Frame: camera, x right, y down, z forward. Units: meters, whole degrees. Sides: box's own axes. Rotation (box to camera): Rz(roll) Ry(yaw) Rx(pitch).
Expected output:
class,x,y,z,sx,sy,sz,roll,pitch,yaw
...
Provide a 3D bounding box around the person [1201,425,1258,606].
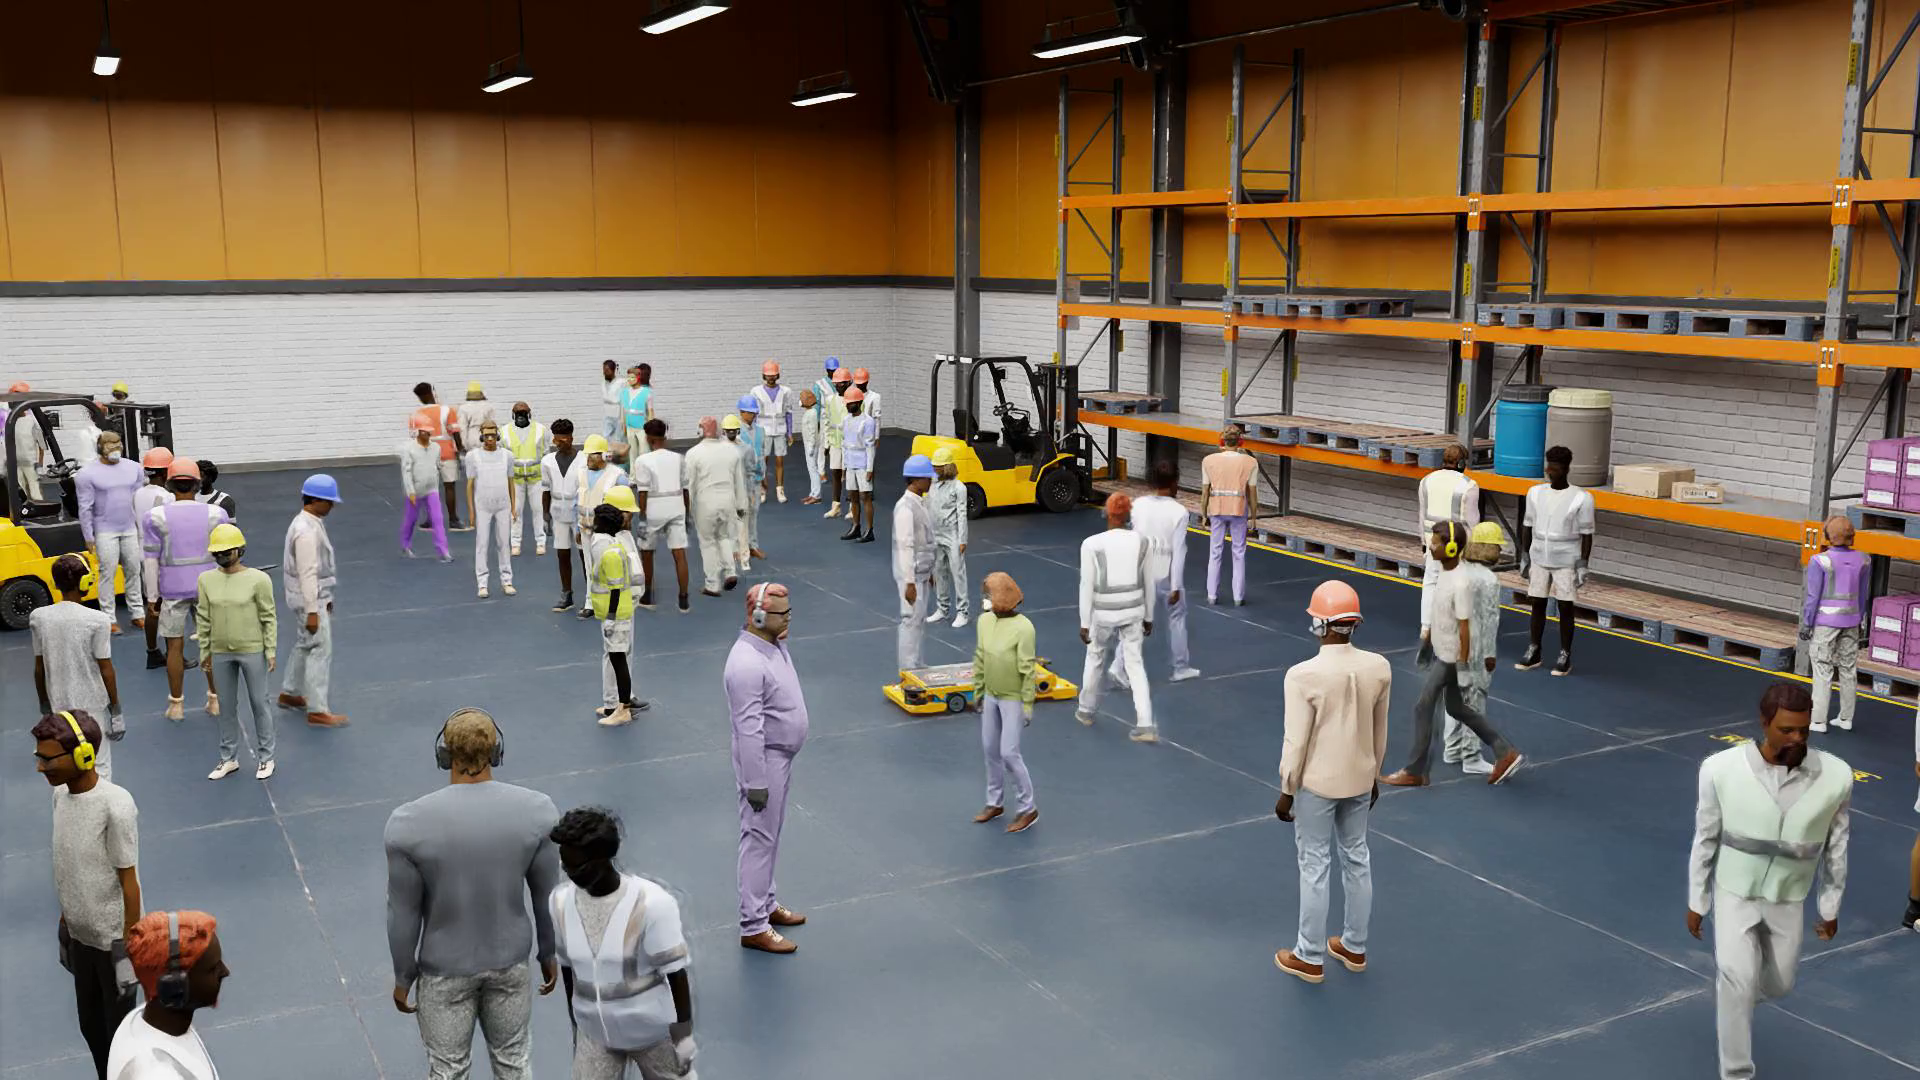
class,x,y,z,sx,sy,sz,roll,pitch,yaw
person,2.717,-0.237,16.818,0.561,1.837,0.388,2,10,14

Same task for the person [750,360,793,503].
class,x,y,z,sx,sy,sz,roll,pitch,yaw
person,-2.674,-1.536,23.699,0.614,2.041,0.389,-3,10,-17

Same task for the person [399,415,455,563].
class,x,y,z,sx,sy,sz,roll,pitch,yaw
person,-6.249,-0.599,19.290,0.905,1.715,0.556,9,13,41

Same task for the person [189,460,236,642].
class,x,y,z,sx,sy,sz,roll,pitch,yaw
person,-6.875,0.104,15.255,0.533,1.697,0.318,3,10,16

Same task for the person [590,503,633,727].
class,x,y,z,sx,sy,sz,roll,pitch,yaw
person,-2.643,0.561,12.623,0.317,1.696,0.538,-2,10,-13

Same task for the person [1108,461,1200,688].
class,x,y,z,sx,sy,sz,roll,pitch,yaw
person,1.603,0.286,13.718,0.595,1.884,0.947,9,13,43

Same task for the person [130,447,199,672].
class,x,y,z,sx,sy,sz,roll,pitch,yaw
person,-6.808,0.167,14.242,0.540,1.930,0.384,6,12,31

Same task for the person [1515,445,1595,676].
class,x,y,z,sx,sy,sz,roll,pitch,yaw
person,5.041,0.167,14.114,0.612,1.963,0.361,10,14,44

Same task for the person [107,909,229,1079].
class,x,y,z,sx,sy,sz,roll,pitch,yaw
person,-2.089,1.892,4.451,0.346,1.878,0.586,-5,11,-25

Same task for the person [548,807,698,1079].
class,x,y,z,sx,sy,sz,roll,pitch,yaw
person,-1.161,1.723,6.045,0.601,1.657,0.793,3,10,18

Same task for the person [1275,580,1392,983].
class,x,y,z,sx,sy,sz,roll,pitch,yaw
person,1.825,1.182,8.188,0.609,1.995,0.376,-5,11,-25

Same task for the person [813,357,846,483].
class,x,y,z,sx,sy,sz,roll,pitch,yaw
person,-1.995,-1.872,25.907,0.605,1.948,0.404,-6,12,-32

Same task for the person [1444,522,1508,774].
class,x,y,z,sx,sy,sz,roll,pitch,yaw
person,3.581,0.733,11.509,0.316,1.741,0.488,-2,10,-11

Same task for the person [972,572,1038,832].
class,x,y,z,sx,sy,sz,roll,pitch,yaw
person,0.278,0.997,10.337,0.291,1.622,0.517,-8,13,-39

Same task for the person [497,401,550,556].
class,x,y,z,sx,sy,sz,roll,pitch,yaw
person,-5.138,-0.723,19.642,0.618,1.836,0.431,-2,10,-14

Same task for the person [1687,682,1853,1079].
class,x,y,z,sx,sy,sz,roll,pitch,yaw
person,3.339,1.453,6.965,0.607,1.887,0.834,1,10,8

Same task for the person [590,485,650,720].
class,x,y,z,sx,sy,sz,roll,pitch,yaw
person,-2.620,0.479,12.764,0.403,1.816,0.603,0,10,2

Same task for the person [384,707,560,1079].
class,x,y,z,sx,sy,sz,roll,pitch,yaw
person,-1.786,1.569,6.175,0.636,1.928,0.386,-5,11,-27

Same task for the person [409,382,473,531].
class,x,y,z,sx,sy,sz,roll,pitch,yaw
person,-6.648,-1.063,21.371,0.772,1.935,0.368,0,10,-1

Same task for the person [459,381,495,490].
class,x,y,z,sx,sy,sz,roll,pitch,yaw
person,-6.945,-1.429,23.971,0.496,1.720,0.452,-4,11,-22

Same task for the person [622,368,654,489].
class,x,y,z,sx,sy,sz,roll,pitch,yaw
person,-4.827,-1.659,24.984,0.564,1.843,0.395,6,11,30

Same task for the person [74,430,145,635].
class,x,y,z,sx,sy,sz,roll,pitch,yaw
person,-7.923,-0.071,15.609,0.385,1.929,0.635,7,12,37

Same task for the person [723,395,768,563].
class,x,y,z,sx,sy,sz,roll,pitch,yaw
person,-2.464,-0.713,19.239,0.409,1.943,0.615,8,13,40

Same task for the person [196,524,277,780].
class,x,y,z,sx,sy,sz,roll,pitch,yaw
person,-4.905,0.760,11.276,0.534,1.767,0.319,0,10,1

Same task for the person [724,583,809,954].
class,x,y,z,sx,sy,sz,roll,pitch,yaw
person,-0.984,1.155,8.602,0.407,1.905,0.655,1,10,3

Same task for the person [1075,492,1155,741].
class,x,y,z,sx,sy,sz,roll,pitch,yaw
person,1.164,0.549,12.328,0.595,1.831,0.951,-2,10,-13

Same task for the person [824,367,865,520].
class,x,y,z,sx,sy,sz,roll,pitch,yaw
person,-1.564,-1.285,22.253,0.605,2.044,0.374,5,11,25

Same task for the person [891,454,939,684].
class,x,y,z,sx,sy,sz,roll,pitch,yaw
person,-0.368,0.272,13.572,0.399,1.943,0.642,2,10,10

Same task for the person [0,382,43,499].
class,x,y,z,sx,sy,sz,roll,pitch,yaw
person,-12.314,-1.128,21.831,1.019,1.885,0.548,8,13,40

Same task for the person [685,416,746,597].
class,x,y,z,sx,sy,sz,roll,pitch,yaw
person,-2.583,-0.349,17.318,0.673,1.884,0.403,-9,13,-42

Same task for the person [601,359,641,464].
class,x,y,z,sx,sy,sz,roll,pitch,yaw
person,-5.469,-1.971,26.705,0.609,1.882,0.917,8,13,38

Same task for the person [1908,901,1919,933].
class,x,y,z,sx,sy,sz,roll,pitch,yaw
person,5.261,1.071,8.679,0.365,2.048,0.605,5,11,27

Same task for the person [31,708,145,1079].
class,x,y,z,sx,sy,sz,roll,pitch,yaw
person,-3.345,1.558,6.440,0.524,1.857,0.341,7,12,33

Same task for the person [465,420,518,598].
class,x,y,z,sx,sy,sz,roll,pitch,yaw
person,-4.857,-0.323,17.286,0.506,1.846,0.345,-5,11,-27

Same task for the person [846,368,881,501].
class,x,y,z,sx,sy,sz,roll,pitch,yaw
person,-1.410,-1.511,23.888,0.542,1.928,0.377,2,10,9

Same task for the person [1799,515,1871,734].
class,x,y,z,sx,sy,sz,roll,pitch,yaw
person,6.504,0.633,12.384,0.517,1.636,0.313,-2,10,-12

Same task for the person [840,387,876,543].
class,x,y,z,sx,sy,sz,roll,pitch,yaw
person,-1.283,-0.929,20.540,0.545,1.932,0.386,9,14,43

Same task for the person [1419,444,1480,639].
class,x,y,z,sx,sy,sz,roll,pitch,yaw
person,4.494,0.038,15.257,0.430,1.836,0.626,-7,12,-36

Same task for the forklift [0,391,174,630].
class,x,y,z,sx,sy,sz,roll,pitch,yaw
forklift,-9.026,-0.363,16.508,1.214,2.155,2.313,6,11,29

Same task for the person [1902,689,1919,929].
class,x,y,z,sx,sy,sz,roll,pitch,yaw
person,5.251,1.144,8.629,0.390,1.923,0.548,-7,12,-35

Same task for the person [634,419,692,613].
class,x,y,z,sx,sy,sz,roll,pitch,yaw
person,-3.004,-0.244,16.642,0.640,1.921,0.776,-8,13,-39

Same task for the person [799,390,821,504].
class,x,y,z,sx,sy,sz,roll,pitch,yaw
person,-2.141,-1.327,23.707,0.288,1.628,0.502,-3,10,-15

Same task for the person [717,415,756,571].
class,x,y,z,sx,sy,sz,roll,pitch,yaw
person,-2.558,-0.526,18.676,0.528,1.772,0.304,0,10,-2

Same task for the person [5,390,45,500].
class,x,y,z,sx,sy,sz,roll,pitch,yaw
person,-11.609,-0.919,20.633,0.521,1.877,0.328,1,10,8

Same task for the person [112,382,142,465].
class,x,y,z,sx,sy,sz,roll,pitch,yaw
person,-11.895,-1.375,23.670,0.531,1.733,0.838,-3,10,-18

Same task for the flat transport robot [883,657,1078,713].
class,x,y,z,sx,sy,sz,roll,pitch,yaw
flat transport robot,0.162,1.152,13.322,1.431,0.197,0.652,-4,11,-20

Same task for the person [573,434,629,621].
class,x,y,z,sx,sy,sz,roll,pitch,yaw
person,-3.492,-0.112,16.109,0.593,1.833,0.404,4,11,21

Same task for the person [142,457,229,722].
class,x,y,z,sx,sy,sz,roll,pitch,yaw
person,-5.899,0.377,12.747,0.613,2.028,0.409,-6,12,-31

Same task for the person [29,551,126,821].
class,x,y,z,sx,sy,sz,roll,pitch,yaw
person,-5.122,0.992,9.683,0.512,1.862,0.322,1,10,8

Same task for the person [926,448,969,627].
class,x,y,z,sx,sy,sz,roll,pitch,yaw
person,-0.133,-0.028,15.936,0.498,1.732,0.382,9,13,42

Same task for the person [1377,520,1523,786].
class,x,y,z,sx,sy,sz,roll,pitch,yaw
person,3.312,0.765,11.066,0.894,1.841,0.534,1,10,8

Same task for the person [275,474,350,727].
class,x,y,z,sx,sy,sz,roll,pitch,yaw
person,-4.958,0.452,12.628,0.588,1.919,0.816,-4,11,-21

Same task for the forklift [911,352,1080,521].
class,x,y,z,sx,sy,sz,roll,pitch,yaw
forklift,0.460,-1.461,22.833,2.313,2.155,1.214,-5,11,-28

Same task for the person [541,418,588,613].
class,x,y,z,sx,sy,sz,roll,pitch,yaw
person,-3.870,-0.239,16.507,0.609,1.954,0.392,2,10,11
